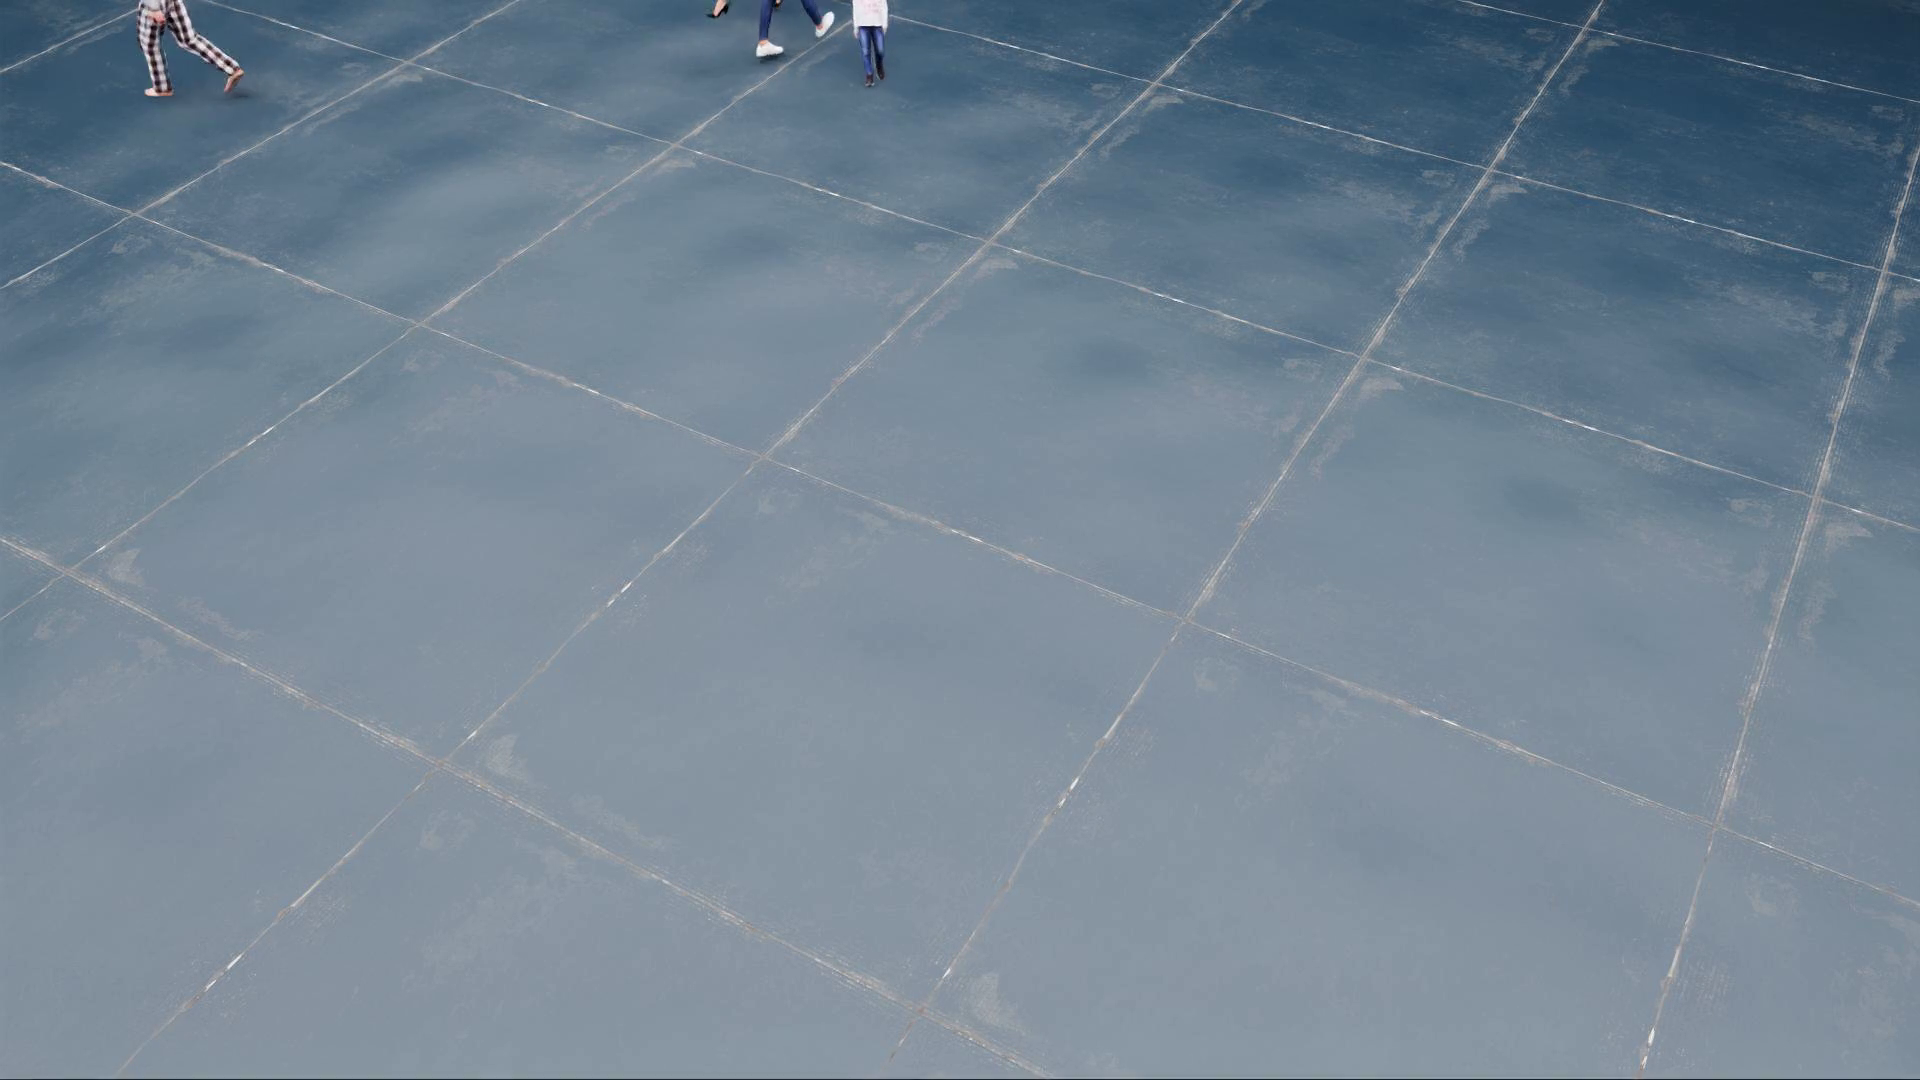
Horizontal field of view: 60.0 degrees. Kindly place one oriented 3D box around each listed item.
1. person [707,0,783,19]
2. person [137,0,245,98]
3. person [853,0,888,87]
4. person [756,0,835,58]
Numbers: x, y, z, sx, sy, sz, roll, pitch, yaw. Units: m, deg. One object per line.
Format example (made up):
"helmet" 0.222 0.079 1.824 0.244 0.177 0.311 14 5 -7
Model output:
"person" -1.859 -5.532 15.139 1.152 1.585 0.908 -23 47 -24
"person" -6.590 -4.528 13.864 1.022 1.812 1.162 3 42 4
"person" -0.780 -4.485 14.343 0.534 1.105 0.585 -2 42 -2
"person" -1.632 -5.076 14.527 0.747 1.732 1.156 32 51 30
